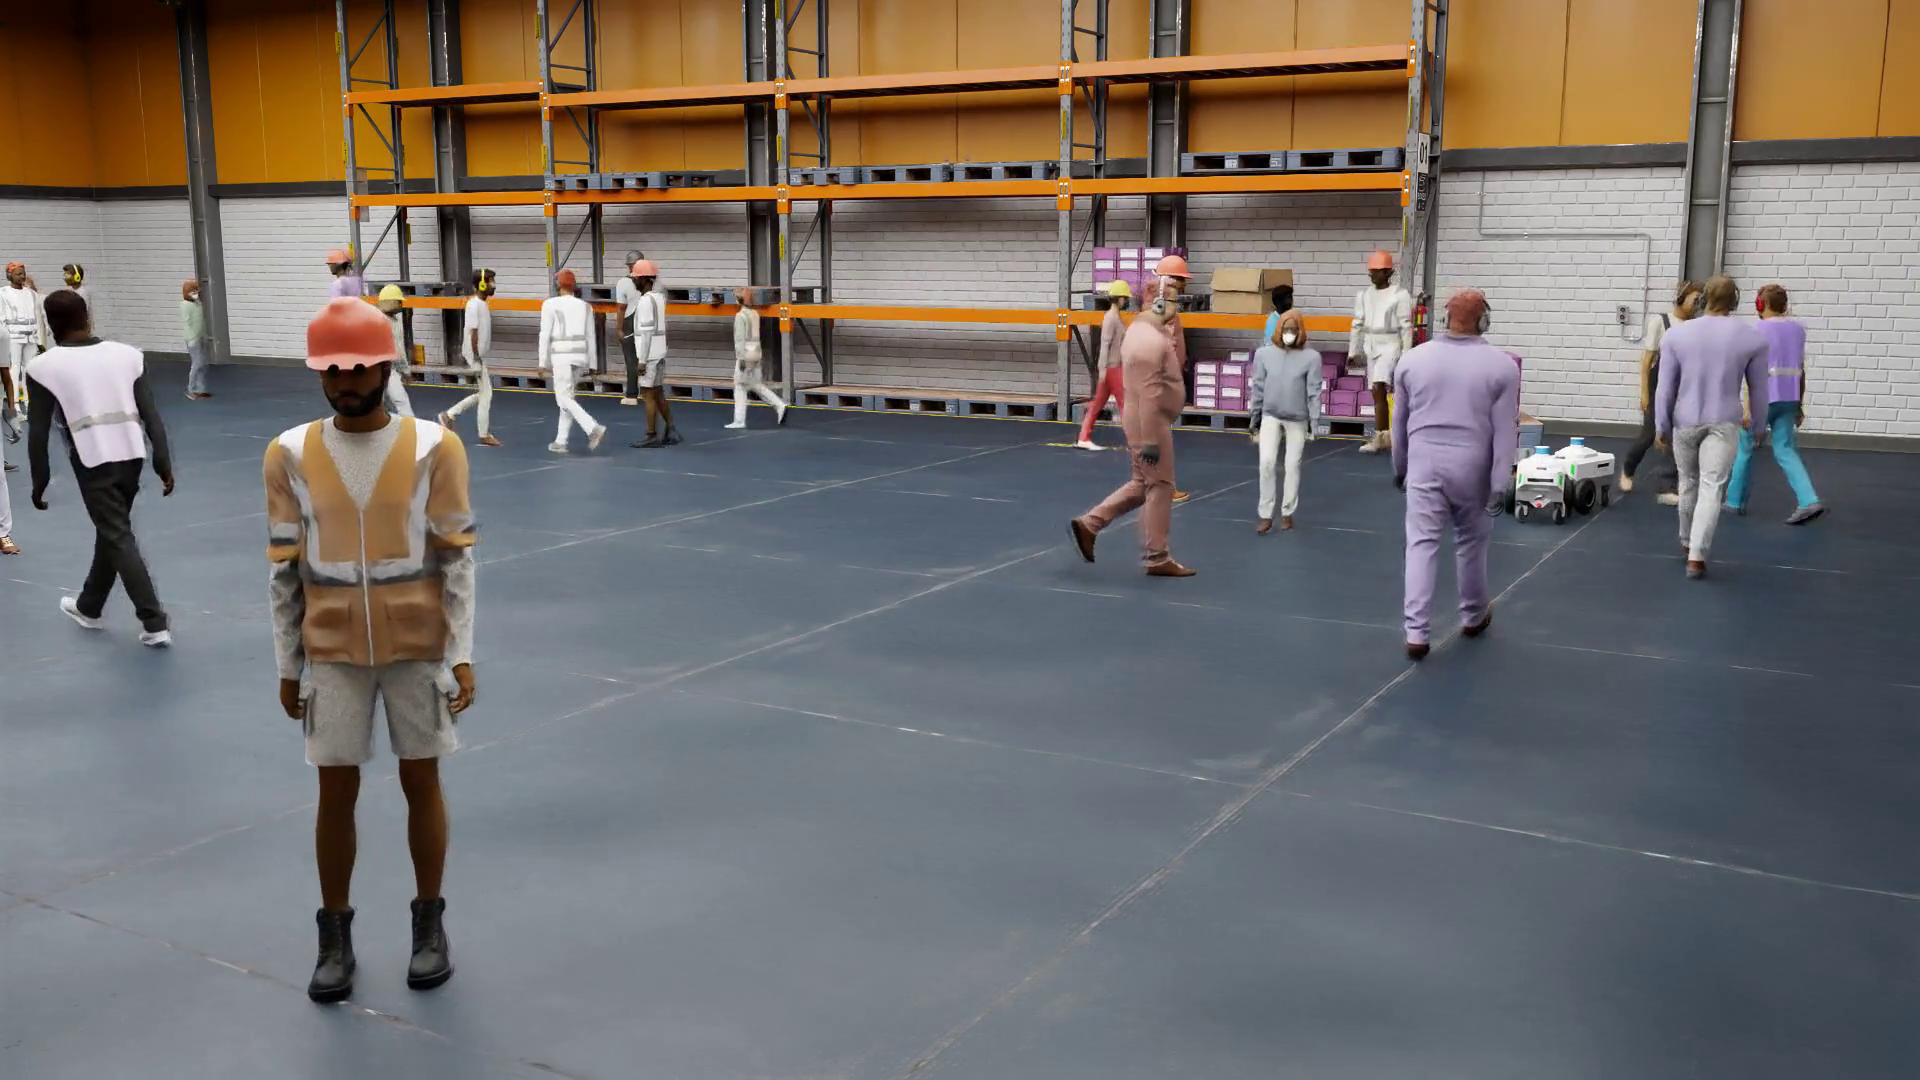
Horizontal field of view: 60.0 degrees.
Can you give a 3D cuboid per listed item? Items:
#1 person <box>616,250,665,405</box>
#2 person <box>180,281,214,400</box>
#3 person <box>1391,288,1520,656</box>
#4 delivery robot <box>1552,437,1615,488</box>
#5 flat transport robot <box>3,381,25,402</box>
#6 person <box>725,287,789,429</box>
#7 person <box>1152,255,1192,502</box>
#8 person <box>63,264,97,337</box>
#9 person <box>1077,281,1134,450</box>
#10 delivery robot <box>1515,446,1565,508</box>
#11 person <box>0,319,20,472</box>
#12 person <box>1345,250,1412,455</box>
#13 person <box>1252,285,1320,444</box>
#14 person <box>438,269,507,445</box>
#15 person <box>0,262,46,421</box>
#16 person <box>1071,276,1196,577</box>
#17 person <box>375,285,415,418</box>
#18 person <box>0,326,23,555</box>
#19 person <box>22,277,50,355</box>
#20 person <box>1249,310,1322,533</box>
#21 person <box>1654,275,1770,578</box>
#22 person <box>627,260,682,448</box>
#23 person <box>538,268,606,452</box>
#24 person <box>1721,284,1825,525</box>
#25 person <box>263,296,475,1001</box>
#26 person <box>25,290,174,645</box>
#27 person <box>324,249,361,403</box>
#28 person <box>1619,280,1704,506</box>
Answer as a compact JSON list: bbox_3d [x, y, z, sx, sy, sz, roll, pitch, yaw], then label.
[{"bbox_3d":[-4.233,-2.804,21.872,0.683,2.000,0.536,-9,13,-41],"label":"person"},{"bbox_3d":[-10.325,-2.698,22.544,0.320,1.600,0.686,0,10,-1],"label":"person"},{"bbox_3d":[2.526,-0.357,8.535,0.655,1.855,0.992,5,11,27],"label":"person"},{"bbox_3d":[4.869,-0.567,13.146,0.707,0.478,0.477,-9,13,-41],"label":"delivery robot"},{"bbox_3d":[-12.621,-2.016,22.420,1.431,0.197,0.652,6,12,31],"label":"flat transport robot"},{"bbox_3d":[-2.319,-2.053,18.835,0.674,1.618,0.526,3,11,18],"label":"person"},{"bbox_3d":[1.674,-1.316,13.584,0.391,1.991,0.612,-1,10,-5],"label":"person"},{"bbox_3d":[-11.079,-2.552,20.995,0.417,1.855,0.510,-6,12,-32],"label":"person"},{"bbox_3d":[1.593,-1.730,16.699,0.913,1.717,0.556,2,10,14],"label":"person"},{"bbox_3d":[4.392,-0.468,12.585,0.477,0.478,0.707,4,11,19],"label":"delivery robot"},{"bbox_3d":[-8.800,-1.494,15.044,0.403,1.830,0.598,-1,10,-3],"label":"person"},{"bbox_3d":[4.127,-1.858,16.566,0.802,2.014,0.609,-7,12,-34],"label":"person"},{"bbox_3d":[3.401,-1.793,17.202,0.771,1.661,0.545,5,11,28],"label":"person"},{"bbox_3d":[-5.091,-1.890,17.272,0.629,1.848,0.504,-1,10,-5],"label":"person"},{"bbox_3d":[-11.169,-2.358,19.792,0.355,1.883,0.573,3,11,19],"label":"person"},{"bbox_3d":[1.101,-0.693,10.369,0.711,1.881,0.673,0,10,1],"label":"person"},{"bbox_3d":[-5.578,-1.645,16.302,0.956,1.690,0.500,-1,10,-3],"label":"person"},{"bbox_3d":[-6.556,-0.815,11.087,0.521,1.874,0.328,-7,12,-33],"label":"person"},{"bbox_3d":[-14.439,-3.293,25.907,0.513,1.592,0.848,-4,11,-21],"label":"person"},{"bbox_3d":[2.325,-0.836,11.943,0.521,1.597,0.745,3,10,16],"label":"person"},{"bbox_3d":[4.797,-0.737,10.626,0.653,1.882,1.030,5,11,28],"label":"person"},{"bbox_3d":[-3.152,-1.893,17.096,0.562,1.949,0.554,1,10,5],"label":"person"},{"bbox_3d":[-3.854,-1.772,16.566,0.773,1.856,0.617,9,13,40],"label":"person"},{"bbox_3d":[6.141,-1.024,12.519,0.611,1.796,0.921,-3,10,-15],"label":"person"},{"bbox_3d":[-1.620,0.300,4.608,0.550,1.935,0.393,-2,10,-11],"label":"person"},{"bbox_3d":[-4.524,-0.379,8.725,1.062,1.833,0.597,7,12,35],"label":"person"},{"bbox_3d":[-8.059,-2.738,21.531,0.686,2.024,0.636,0,10,3],"label":"person"},{"bbox_3d":[5.689,-1.196,13.457,0.543,1.814,0.776,-1,10,-6],"label":"person"}]
